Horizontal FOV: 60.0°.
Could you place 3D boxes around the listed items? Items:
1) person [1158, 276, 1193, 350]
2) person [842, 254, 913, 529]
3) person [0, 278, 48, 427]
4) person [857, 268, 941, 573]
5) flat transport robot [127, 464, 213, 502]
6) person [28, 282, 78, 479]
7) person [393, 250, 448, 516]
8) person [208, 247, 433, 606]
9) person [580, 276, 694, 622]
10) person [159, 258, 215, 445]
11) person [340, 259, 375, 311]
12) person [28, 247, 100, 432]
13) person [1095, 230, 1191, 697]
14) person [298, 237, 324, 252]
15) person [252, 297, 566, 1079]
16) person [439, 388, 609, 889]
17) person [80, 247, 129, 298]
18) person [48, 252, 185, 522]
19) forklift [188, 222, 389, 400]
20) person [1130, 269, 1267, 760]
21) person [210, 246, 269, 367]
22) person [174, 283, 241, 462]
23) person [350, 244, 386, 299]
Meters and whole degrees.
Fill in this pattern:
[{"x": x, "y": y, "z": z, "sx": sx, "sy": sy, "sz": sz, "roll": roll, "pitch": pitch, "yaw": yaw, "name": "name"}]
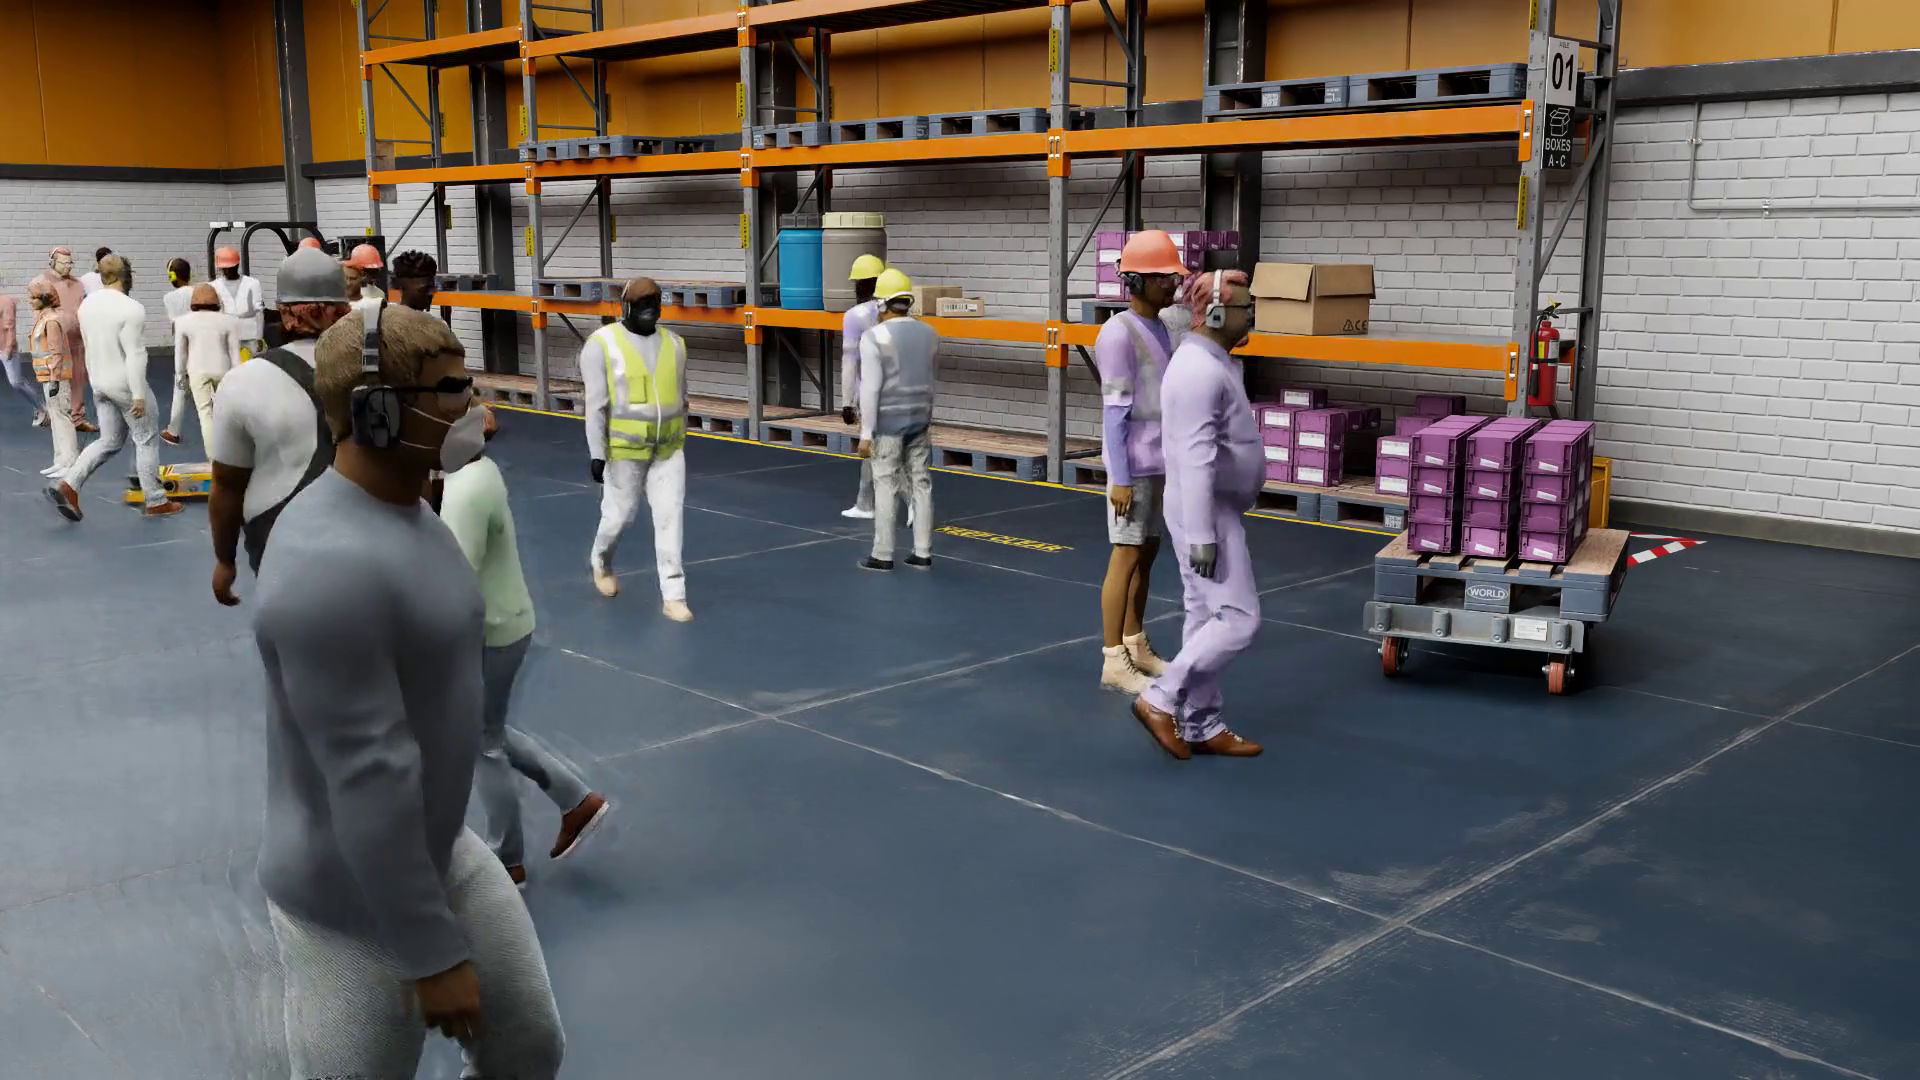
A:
[{"x": 1.411, "y": -0.926, "z": 11.134, "sx": 0.530, "sy": 1.847, "sz": 0.730, "roll": -10, "pitch": 14, "yaw": -43, "name": "person"}, {"x": -0.535, "y": -1.033, "z": 11.597, "sx": 0.860, "sy": 1.901, "sz": 0.591, "roll": 8, "pitch": 13, "yaw": 38, "name": "person"}, {"x": -9.938, "y": -1.997, "z": 17.288, "sx": 0.525, "sy": 1.723, "sz": 0.785, "roll": 2, "pitch": 11, "yaw": 9, "name": "person"}, {"x": -0.377, "y": -0.704, "z": 9.968, "sx": 0.600, "sy": 1.831, "sz": 0.403, "roll": -9, "pitch": 14, "yaw": -40, "name": "person"}, {"x": -5.685, "y": -0.479, "z": 12.984, "sx": 1.431, "sy": 0.197, "sz": 0.652, "roll": -4, "pitch": 11, "yaw": -22, "name": "flat transport robot"}, {"x": -7.601, "y": -1.338, "z": 13.943, "sx": 0.309, "sy": 1.637, "sz": 0.512, "roll": -7, "pitch": 13, "yaw": -35, "name": "person"}, {"x": -3.093, "y": -0.648, "z": 9.337, "sx": 0.515, "sy": 1.946, "sz": 0.645, "roll": 4, "pitch": 11, "yaw": 21, "name": "person"}, {"x": -2.168, "y": -0.020, "z": 5.651, "sx": 0.692, "sy": 2.000, "sz": 1.041, "roll": -8, "pitch": 13, "yaw": -37, "name": "person"}, {"x": -1.738, "y": -0.504, "z": 8.928, "sx": 0.627, "sy": 1.820, "sz": 0.846, "roll": -7, "pitch": 13, "yaw": -34, "name": "person"}, {"x": -7.325, "y": -1.770, "z": 15.861, "sx": 1.036, "sy": 1.804, "sz": 0.496, "roll": 8, "pitch": 13, "yaw": 37, "name": "person"}, {"x": -4.811, "y": -1.318, "z": 13.325, "sx": 0.601, "sy": 1.831, "sz": 0.978, "roll": -3, "pitch": 11, "yaw": -16, "name": "person"}, {"x": -9.102, "y": -2.021, "z": 16.949, "sx": 0.407, "sy": 1.902, "sz": 0.639, "roll": 3, "pitch": 11, "yaw": 18, "name": "person"}, {"x": 0.825, "y": -0.337, "z": 7.377, "sx": 0.373, "sy": 2.043, "sz": 0.614, "roll": 5, "pitch": 12, "yaw": 26, "name": "person"}, {"x": -7.121, "y": -2.337, "z": 18.404, "sx": 0.611, "sy": 1.997, "sz": 0.375, "roll": 3, "pitch": 11, "yaw": 16, "name": "person"}, {"x": -0.858, "y": 0.573, "z": 2.733, "sx": 0.739, "sy": 1.916, "sz": 0.627, "roll": -1, "pitch": 10, "yaw": -3, "name": "person"}, {"x": -1.412, "y": 0.301, "z": 5.090, "sx": 0.470, "sy": 1.611, "sz": 0.506, "roll": -2, "pitch": 11, "yaw": -11, "name": "person"}, {"x": -10.770, "y": -2.758, "z": 21.052, "sx": 0.606, "sy": 1.893, "sz": 0.815, "roll": -1, "pitch": 10, "yaw": -4, "name": "person"}, {"x": -5.983, "y": -1.063, "z": 11.706, "sx": 0.629, "sy": 1.917, "sz": 0.833, "roll": 5, "pitch": 12, "yaw": 27, "name": "person"}, {"x": -8.169, "y": -2.758, "z": 20.163, "sx": 2.313, "sy": 2.155, "sz": 1.214, "roll": -10, "pitch": 14, "yaw": -44, "name": "forklift"}, {"x": 0.966, "y": -0.074, "z": 6.331, "sx": 0.426, "sy": 1.895, "sz": 0.667, "roll": 2, "pitch": 11, "yaw": 10, "name": "person"}, {"x": -7.701, "y": -2.196, "z": 17.927, "sx": 0.784, "sy": 1.899, "sz": 0.577, "roll": -3, "pitch": 11, "yaw": -16, "name": "person"}, {"x": -6.526, "y": -1.417, "z": 14.442, "sx": 0.519, "sy": 1.603, "sz": 0.718, "roll": -6, "pitch": 12, "yaw": -28, "name": "person"}, {"x": -5.211, "y": -1.583, "z": 14.420, "sx": 0.886, "sy": 1.959, "sz": 0.613, "roll": 3, "pitch": 11, "yaw": 16, "name": "person"}]
